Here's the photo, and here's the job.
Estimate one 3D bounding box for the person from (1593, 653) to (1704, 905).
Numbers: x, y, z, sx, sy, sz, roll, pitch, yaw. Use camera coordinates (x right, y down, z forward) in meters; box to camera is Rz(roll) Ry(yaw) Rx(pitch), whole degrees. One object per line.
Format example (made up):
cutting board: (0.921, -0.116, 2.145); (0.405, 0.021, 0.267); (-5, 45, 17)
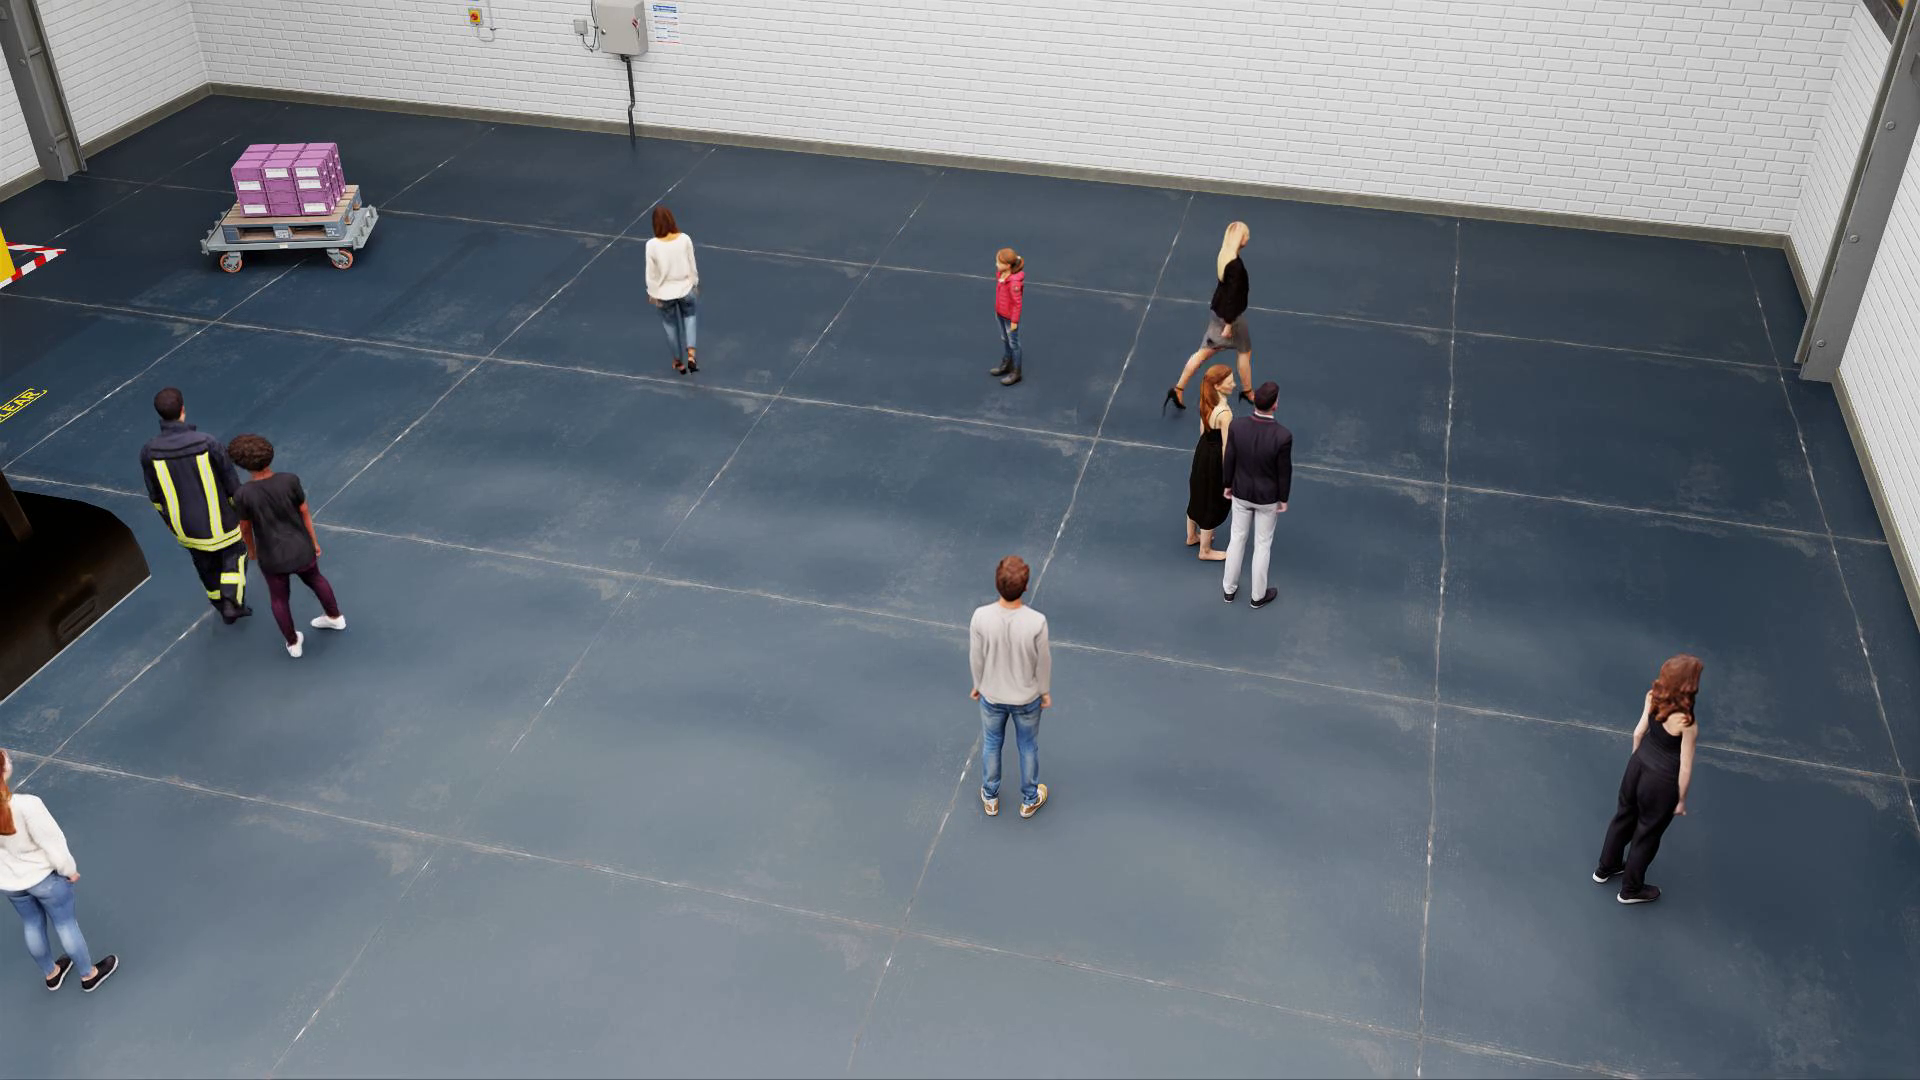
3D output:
person: (4.021, 1.376, 9.666); (0.728, 1.748, 0.644); (-13, 36, -19)

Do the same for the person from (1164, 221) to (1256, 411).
person: (2.225, -1.897, 14.550); (1.052, 1.791, 1.178); (-8, 34, -12)

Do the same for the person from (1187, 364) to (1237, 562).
person: (1.931, -0.610, 12.763); (0.735, 1.625, 0.652); (-10, 35, -15)

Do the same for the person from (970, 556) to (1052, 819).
person: (0.312, 0.924, 10.203); (0.674, 1.905, 0.592); (6, 34, 9)

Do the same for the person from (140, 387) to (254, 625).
person: (-5.403, -0.169, 11.836); (0.948, 1.918, 0.962); (-6, 34, -9)

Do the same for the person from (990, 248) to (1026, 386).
person: (0.455, -2.066, 15.235); (0.648, 1.315, 0.576); (-15, 36, -21)

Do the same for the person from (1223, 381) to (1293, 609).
person: (2.156, -0.331, 12.147); (0.710, 1.844, 0.641); (17, 37, 24)

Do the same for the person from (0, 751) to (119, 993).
person: (-5.056, 1.813, 9.058); (0.651, 1.693, 0.590); (3, 34, 5)

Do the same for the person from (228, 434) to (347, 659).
person: (-4.751, 0.068, 11.619); (0.800, 1.764, 0.881); (-17, 37, -24)

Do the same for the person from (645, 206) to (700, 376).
person: (-2.586, -2.227, 15.153); (0.792, 1.673, 0.849); (-10, 35, -15)
